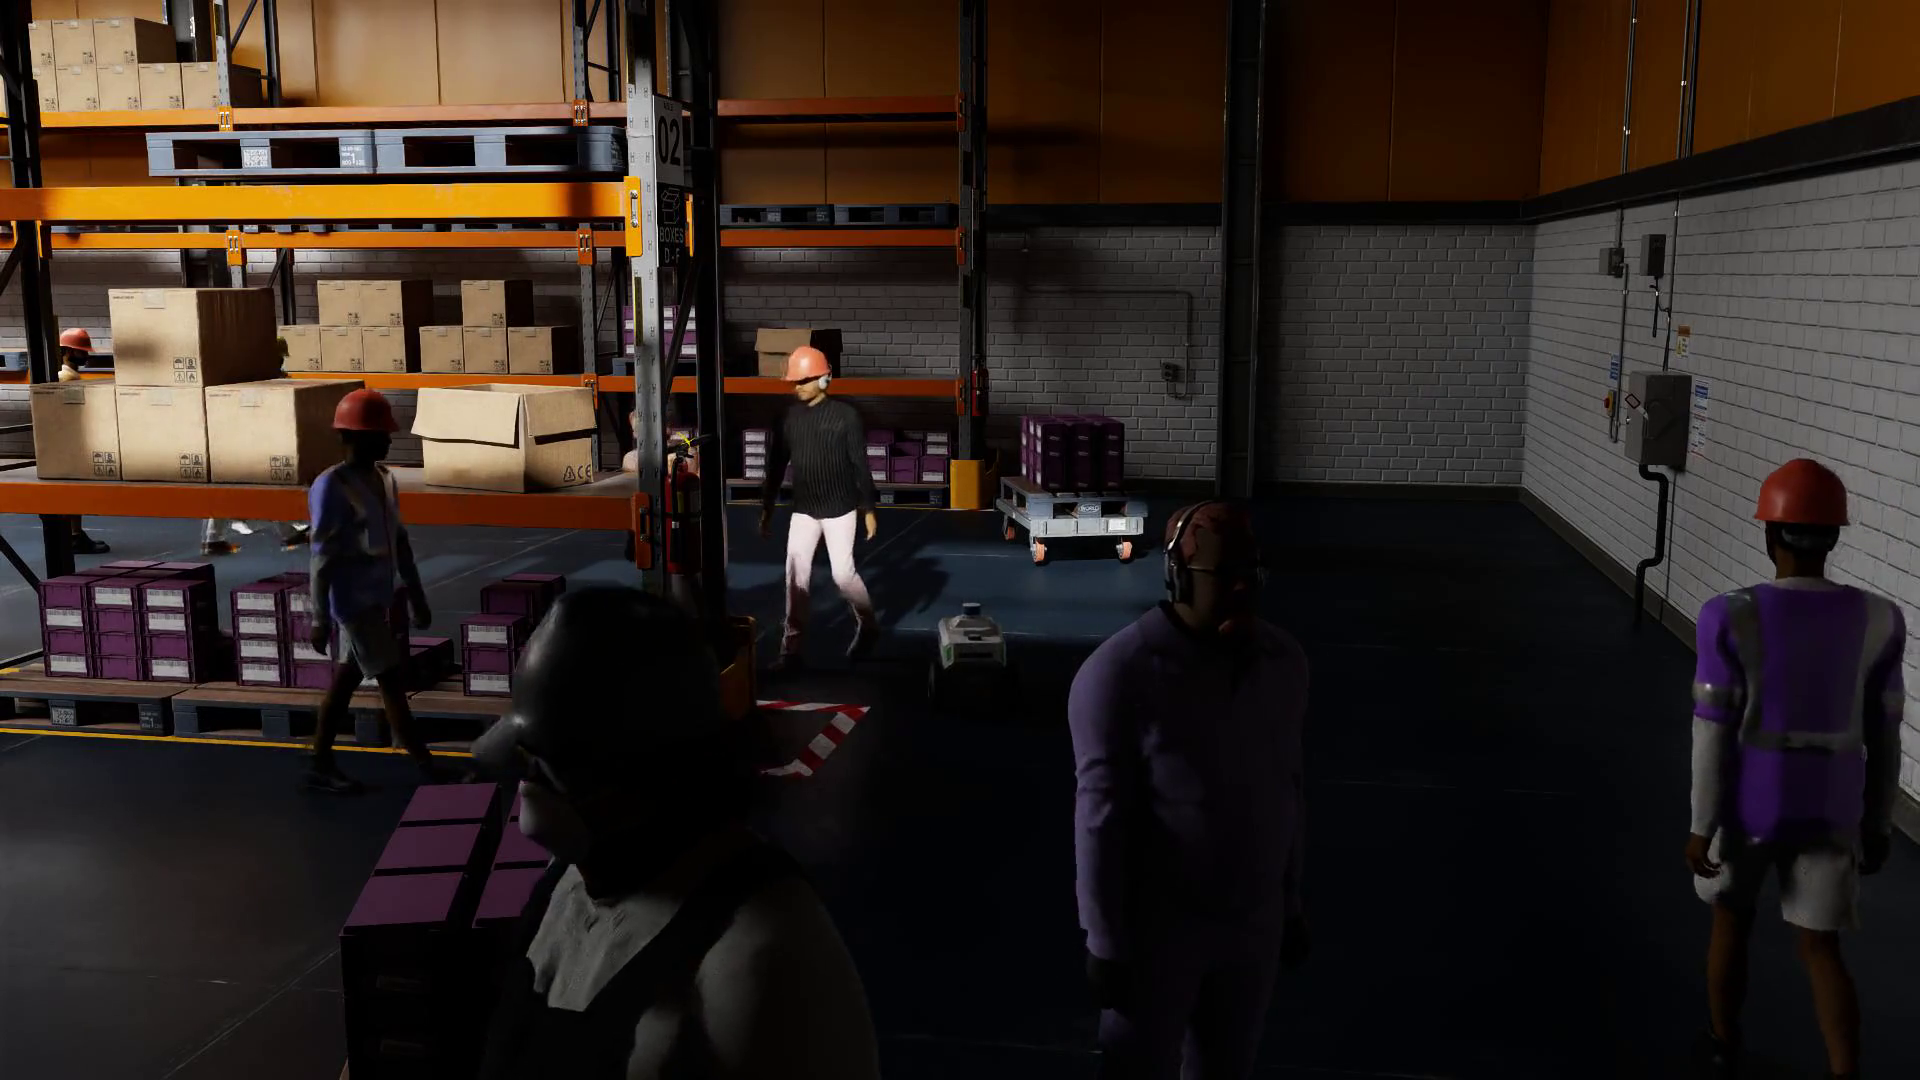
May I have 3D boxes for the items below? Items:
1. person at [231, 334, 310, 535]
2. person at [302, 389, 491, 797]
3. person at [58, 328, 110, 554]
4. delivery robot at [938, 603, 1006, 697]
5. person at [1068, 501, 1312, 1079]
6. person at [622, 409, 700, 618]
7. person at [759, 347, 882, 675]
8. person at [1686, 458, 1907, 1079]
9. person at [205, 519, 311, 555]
[{"bbox_3d":[-6.311,-0.938,15.109,1.024,1.842,0.595,4,10,23],"label":"person"},{"bbox_3d":[-2.613,0.265,7.510,0.976,1.882,0.569,1,9,9],"label":"person"},{"bbox_3d":[-7.558,-0.844,14.269,0.374,1.928,0.542,-5,11,-30],"label":"person"},{"bbox_3d":[0.062,0.595,9.301,0.477,0.478,0.707,-1,9,-4],"label":"delivery robot"},{"bbox_3d":[0.556,0.856,3.790,0.643,1.910,0.400,-5,11,-30],"label":"person"},{"bbox_3d":[-1.766,-0.004,10.063,0.597,1.612,0.346,4,10,21],"label":"person"},{"bbox_3d":[-0.868,-0.181,10.083,0.666,1.957,0.871,5,10,27],"label":"person"},{"bbox_3d":[2.289,0.737,4.553,0.555,1.910,0.901,1,9,8],"label":"person"},{"bbox_3d":[-6.039,-0.796,14.237,0.971,1.831,0.611,-5,10,-29],"label":"person"}]
